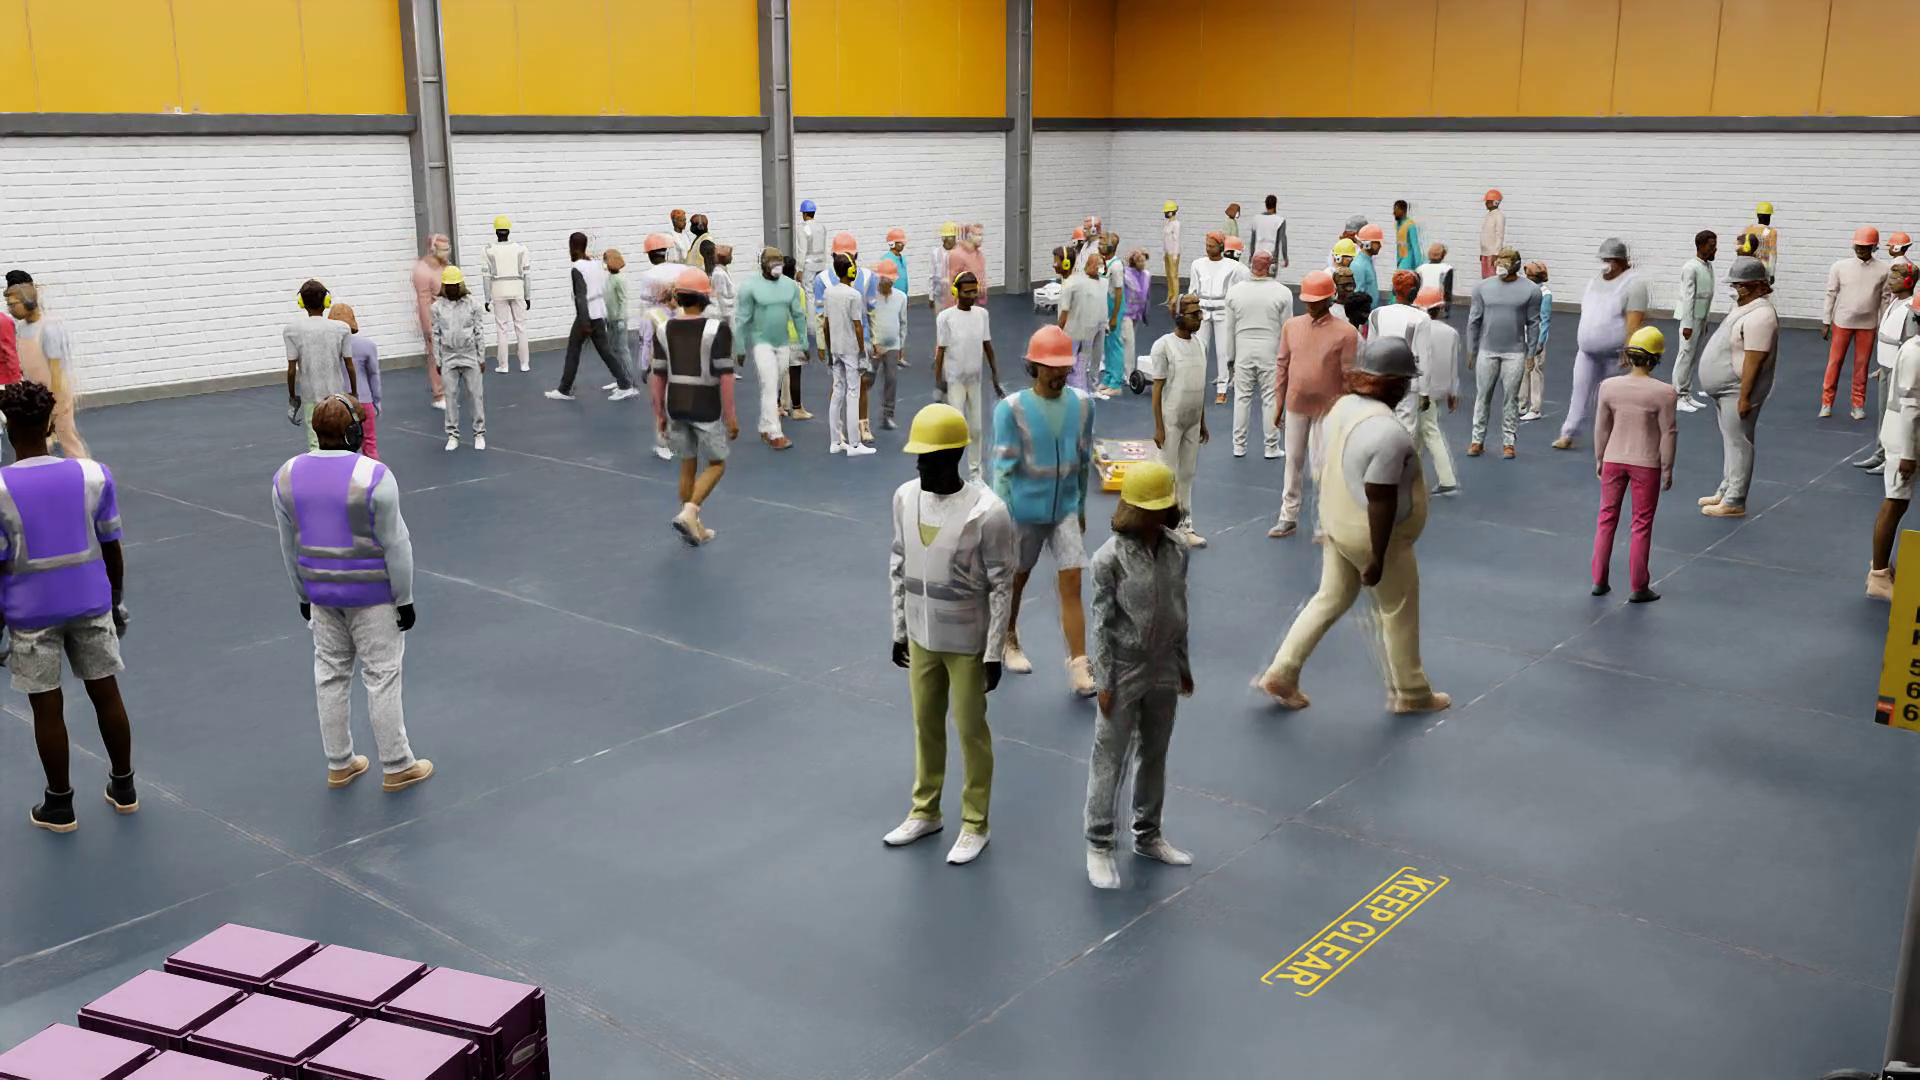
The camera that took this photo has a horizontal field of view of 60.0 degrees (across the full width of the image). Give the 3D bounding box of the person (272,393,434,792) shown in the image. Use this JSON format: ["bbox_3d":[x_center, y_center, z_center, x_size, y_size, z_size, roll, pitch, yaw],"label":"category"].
[{"bbox_3d":[-2.756,0.248,7.589,0.622,1.844,0.429,3,14,13],"label":"person"}]

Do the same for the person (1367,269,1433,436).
[{"bbox_3d":[3.543,-1.234,13.426,0.350,1.882,0.583,-13,19,-43],"label":"person"}]

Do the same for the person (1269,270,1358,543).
[{"bbox_3d":[2.581,-0.976,12.184,0.612,1.986,0.387,9,17,31],"label":"person"}]

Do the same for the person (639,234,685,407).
[{"bbox_3d":[-3.124,-2.254,17.475,0.864,1.891,0.575,13,19,43],"label":"person"}]

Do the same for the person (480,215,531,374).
[{"bbox_3d":[-5.562,-3.007,20.421,0.586,1.928,0.364,-7,16,-26],"label":"person"}]

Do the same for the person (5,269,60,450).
[{"bbox_3d":[-8.729,-1.697,15.675,0.320,1.686,0.541,-4,15,-17],"label":"person"}]

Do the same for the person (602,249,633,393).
[{"bbox_3d":[-3.934,-2.506,19.016,0.280,1.632,0.499,-8,16,-29],"label":"person"}]

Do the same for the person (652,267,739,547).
[{"bbox_3d":[-1.907,-0.914,11.850,0.643,2.031,0.600,5,15,19],"label":"person"}]

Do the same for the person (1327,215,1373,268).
[{"bbox_3d":[4.433,-2.648,18.755,0.535,2.000,0.684,-5,15,-19],"label":"person"}]

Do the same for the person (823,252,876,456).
[{"bbox_3d":[-1.039,-1.716,15.371,0.512,1.876,0.329,13,19,41],"label":"person"}]

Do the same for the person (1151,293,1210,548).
[{"bbox_3d":[1.582,-0.835,11.907,0.508,1.847,0.345,-11,18,-37],"label":"person"}]

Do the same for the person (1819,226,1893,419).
[{"bbox_3d":[9.299,-2.252,17.270,0.624,1.990,0.380,5,15,19],"label":"person"}]

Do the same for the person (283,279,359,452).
[{"bbox_3d":[-4.890,-1.062,12.777,0.535,1.864,0.309,-6,15,-23],"label":"person"}]

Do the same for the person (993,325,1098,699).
[{"bbox_3d":[0.466,-0.156,8.915,0.632,1.980,1.062,-6,15,-22],"label":"person"}]

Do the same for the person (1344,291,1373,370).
[{"bbox_3d":[3.189,-1.190,13.630,0.318,1.693,0.539,2,14,9],"label":"person"}]

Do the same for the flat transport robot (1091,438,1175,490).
[{"bbox_3d":[1.520,-0.673,14.453,0.652,0.197,1.431,0,14,0],"label":"flat transport robot"}]

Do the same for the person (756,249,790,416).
[{"bbox_3d":[-1.951,-2.167,17.414,0.339,1.761,0.524,-4,15,-16],"label":"person"}]

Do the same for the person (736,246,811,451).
[{"bbox_3d":[-1.706,-1.793,15.615,0.653,1.899,0.912,-11,18,-37],"label":"person"}]

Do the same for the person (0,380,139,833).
[{"bbox_3d":[-3.900,0.290,7.166,0.370,1.965,0.608,13,19,42],"label":"person"}]

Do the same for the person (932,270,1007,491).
[{"bbox_3d":[0.065,-1.283,13.679,0.569,1.859,0.341,-10,17,-34],"label":"person"}]

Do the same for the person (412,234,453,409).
[{"bbox_3d":[-5.536,-2.317,17.752,0.407,1.886,0.677,5,15,18],"label":"person"}]

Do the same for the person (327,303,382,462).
[{"bbox_3d":[-4.870,-1.069,13.271,0.499,1.634,0.285,-5,15,-21],"label":"person"}]

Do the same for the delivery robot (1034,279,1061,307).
[{"bbox_3d":[1.513,-3.972,26.867,0.477,0.478,0.707,11,18,38],"label":"delivery robot"}]

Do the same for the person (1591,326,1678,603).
[{"bbox_3d":[4.314,-0.480,10.650,0.314,1.769,0.525,-14,19,-43],"label":"person"}]

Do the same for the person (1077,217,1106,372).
[{"bbox_3d":[1.633,-3.034,20.576,0.403,1.903,0.652,-6,15,-23],"label":"person"}]

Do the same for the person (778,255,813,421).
[{"bbox_3d":[-1.785,-2.078,17.174,0.531,1.697,0.322,9,17,32],"label":"person"}]

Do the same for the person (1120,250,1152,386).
[{"bbox_3d":[1.998,-2.594,19.448,0.517,1.591,0.595,-14,19,-43],"label":"person"}]

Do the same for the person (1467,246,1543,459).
[{"bbox_3d":[4.959,-1.714,15.234,0.635,1.936,0.360,6,15,21],"label":"person"}]

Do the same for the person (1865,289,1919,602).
[{"bbox_3d":[6.105,-0.620,10.641,0.387,2.047,0.609,9,17,32],"label":"person"}]

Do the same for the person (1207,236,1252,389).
[{"bbox_3d":[3.135,-2.637,19.293,0.327,1.752,0.561,-7,15,-25],"label":"person"}]

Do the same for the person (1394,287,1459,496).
[{"bbox_3d":[3.886,-1.244,13.843,0.581,1.704,0.924,-9,17,-32],"label":"person"}]

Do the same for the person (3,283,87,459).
[{"bbox_3d":[-7.176,-1.084,12.971,0.548,1.806,0.694,7,16,25],"label":"person"}]

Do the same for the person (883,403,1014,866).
[{"bbox_3d":[-0.059,0.388,6.854,0.589,1.927,0.388,11,18,37],"label":"person"}]

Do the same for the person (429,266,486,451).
[{"bbox_3d":[-4.689,-1.697,15.579,0.480,1.734,0.333,-3,14,-13],"label":"person"}]
